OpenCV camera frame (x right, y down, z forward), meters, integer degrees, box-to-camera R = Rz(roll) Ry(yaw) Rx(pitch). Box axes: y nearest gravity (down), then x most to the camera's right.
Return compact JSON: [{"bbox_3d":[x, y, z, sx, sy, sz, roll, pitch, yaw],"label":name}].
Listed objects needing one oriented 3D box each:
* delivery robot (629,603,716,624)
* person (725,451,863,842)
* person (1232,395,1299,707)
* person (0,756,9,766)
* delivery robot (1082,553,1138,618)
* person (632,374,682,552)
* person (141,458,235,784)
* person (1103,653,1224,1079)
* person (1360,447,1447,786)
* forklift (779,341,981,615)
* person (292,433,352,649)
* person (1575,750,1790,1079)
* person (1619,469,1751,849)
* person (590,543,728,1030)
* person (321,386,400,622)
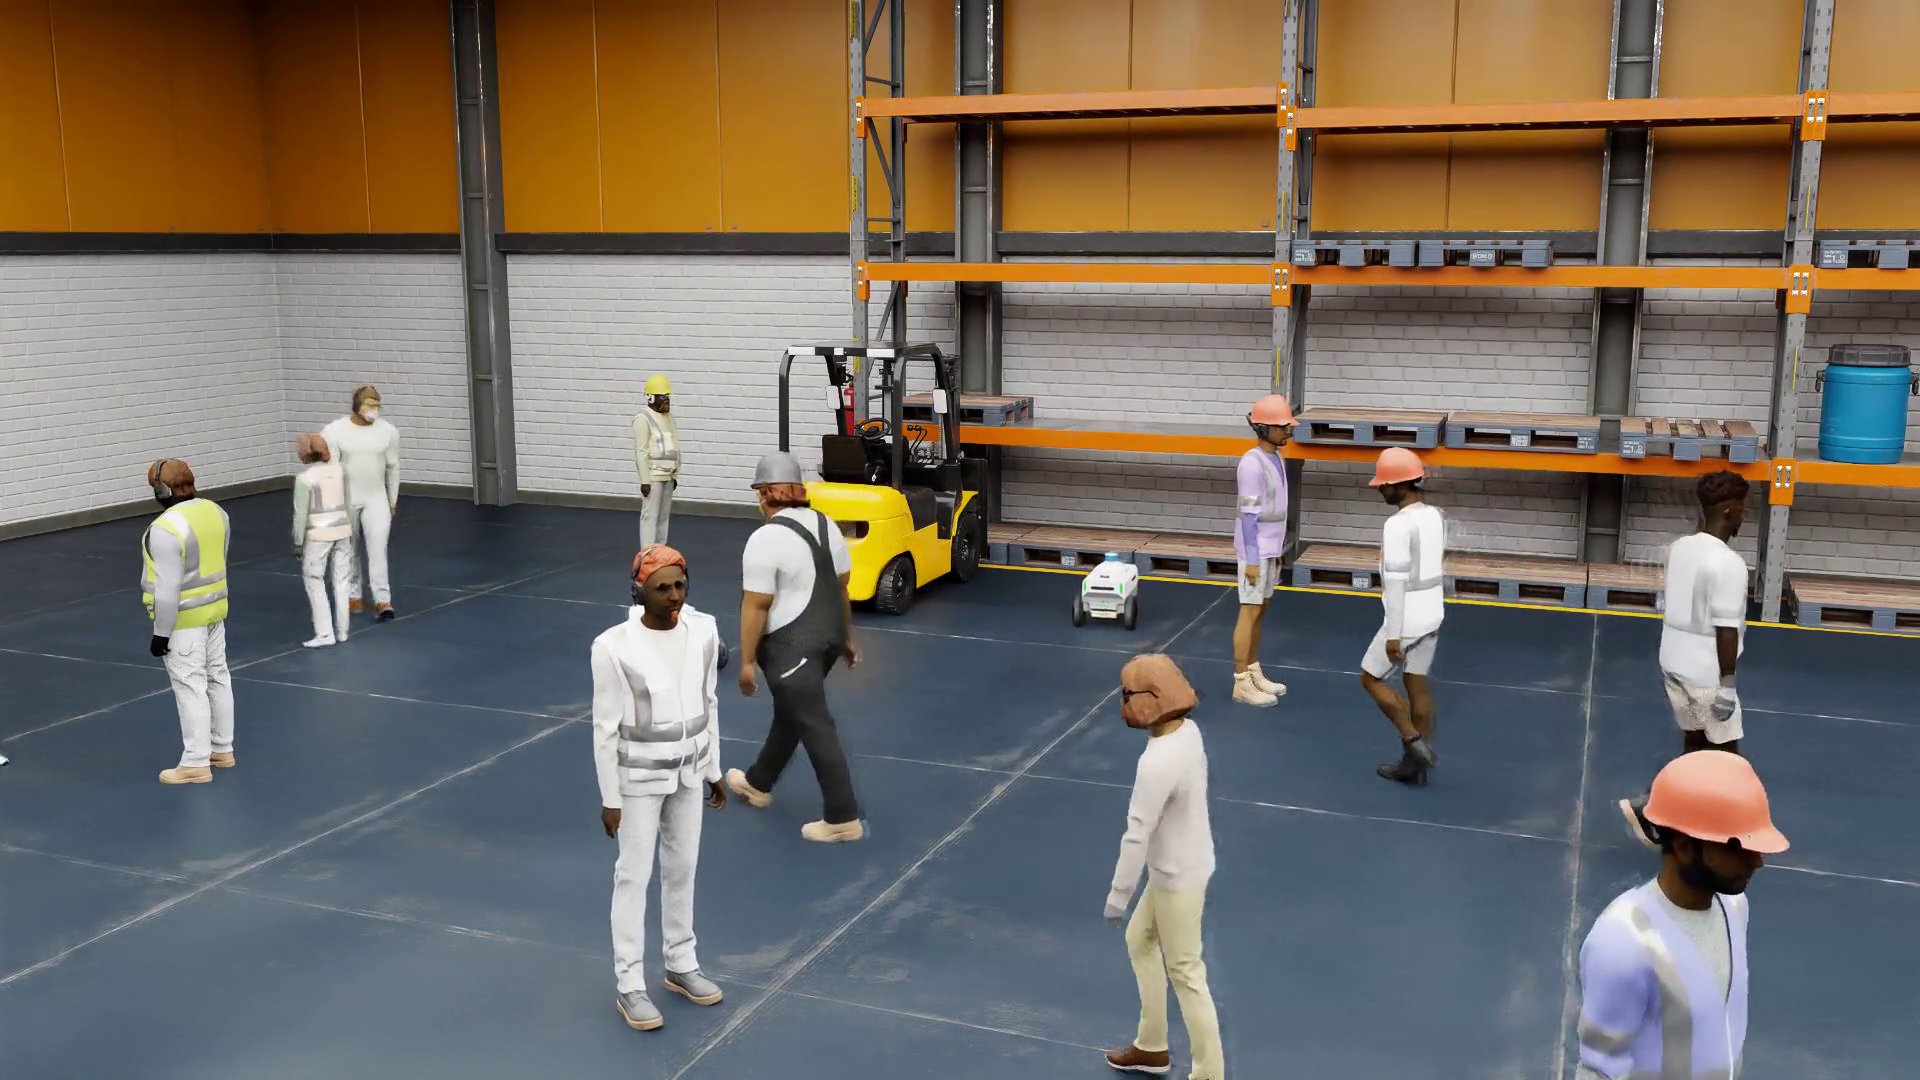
[{"bbox_3d":[-2.047,0.606,11.820,0.477,0.478,0.707,-9,14,-41],"label":"delivery robot"},{"bbox_3d":[-0.888,0.488,8.599,1.048,2.000,0.749,6,12,29],"label":"person"},{"bbox_3d":[2.013,0.061,10.971,0.394,2.044,0.609,5,11,25],"label":"person"},{"bbox_3d":[-6.009,0.392,9.612,0.826,1.893,0.592,5,11,26],"label":"person"},{"bbox_3d":[1.202,0.347,13.267,0.477,0.478,0.707,3,11,15],"label":"delivery robot"},{"bbox_3d":[-2.756,-0.601,15.249,0.403,1.831,0.595,3,11,17],"label":"person"},{"bbox_3d":[-4.363,0.451,9.381,0.429,1.837,0.620,1,10,6],"label":"person"},{"bbox_3d":[0.700,1.191,5.859,0.593,1.603,0.537,4,11,21],"label":"person"},{"bbox_3d":[2.469,0.436,9.243,0.572,1.912,0.418,-10,14,-44],"label":"person"},{"bbox_3d":[-0.739,-0.602,14.246,1.214,2.155,2.313,4,11,21],"label":"forklift"},{"bbox_3d":[-4.750,0.006,12.482,0.346,1.619,0.556,6,12,29],"label":"person"},{"bbox_3d":[1.596,1.388,3.990,0.543,1.912,0.830,-9,13,-40],"label":"person"},{"bbox_3d":[3.574,0.618,8.154,0.592,1.942,0.605,-1,10,-6],"label":"person"},{"bbox_3d":[-1.162,0.944,6.505,0.576,1.881,0.354,-10,14,-44],"label":"person"},{"bbox_3d":[-4.777,-0.285,13.335,0.660,1.873,1.031,-5,12,-28],"label":"person"}]
